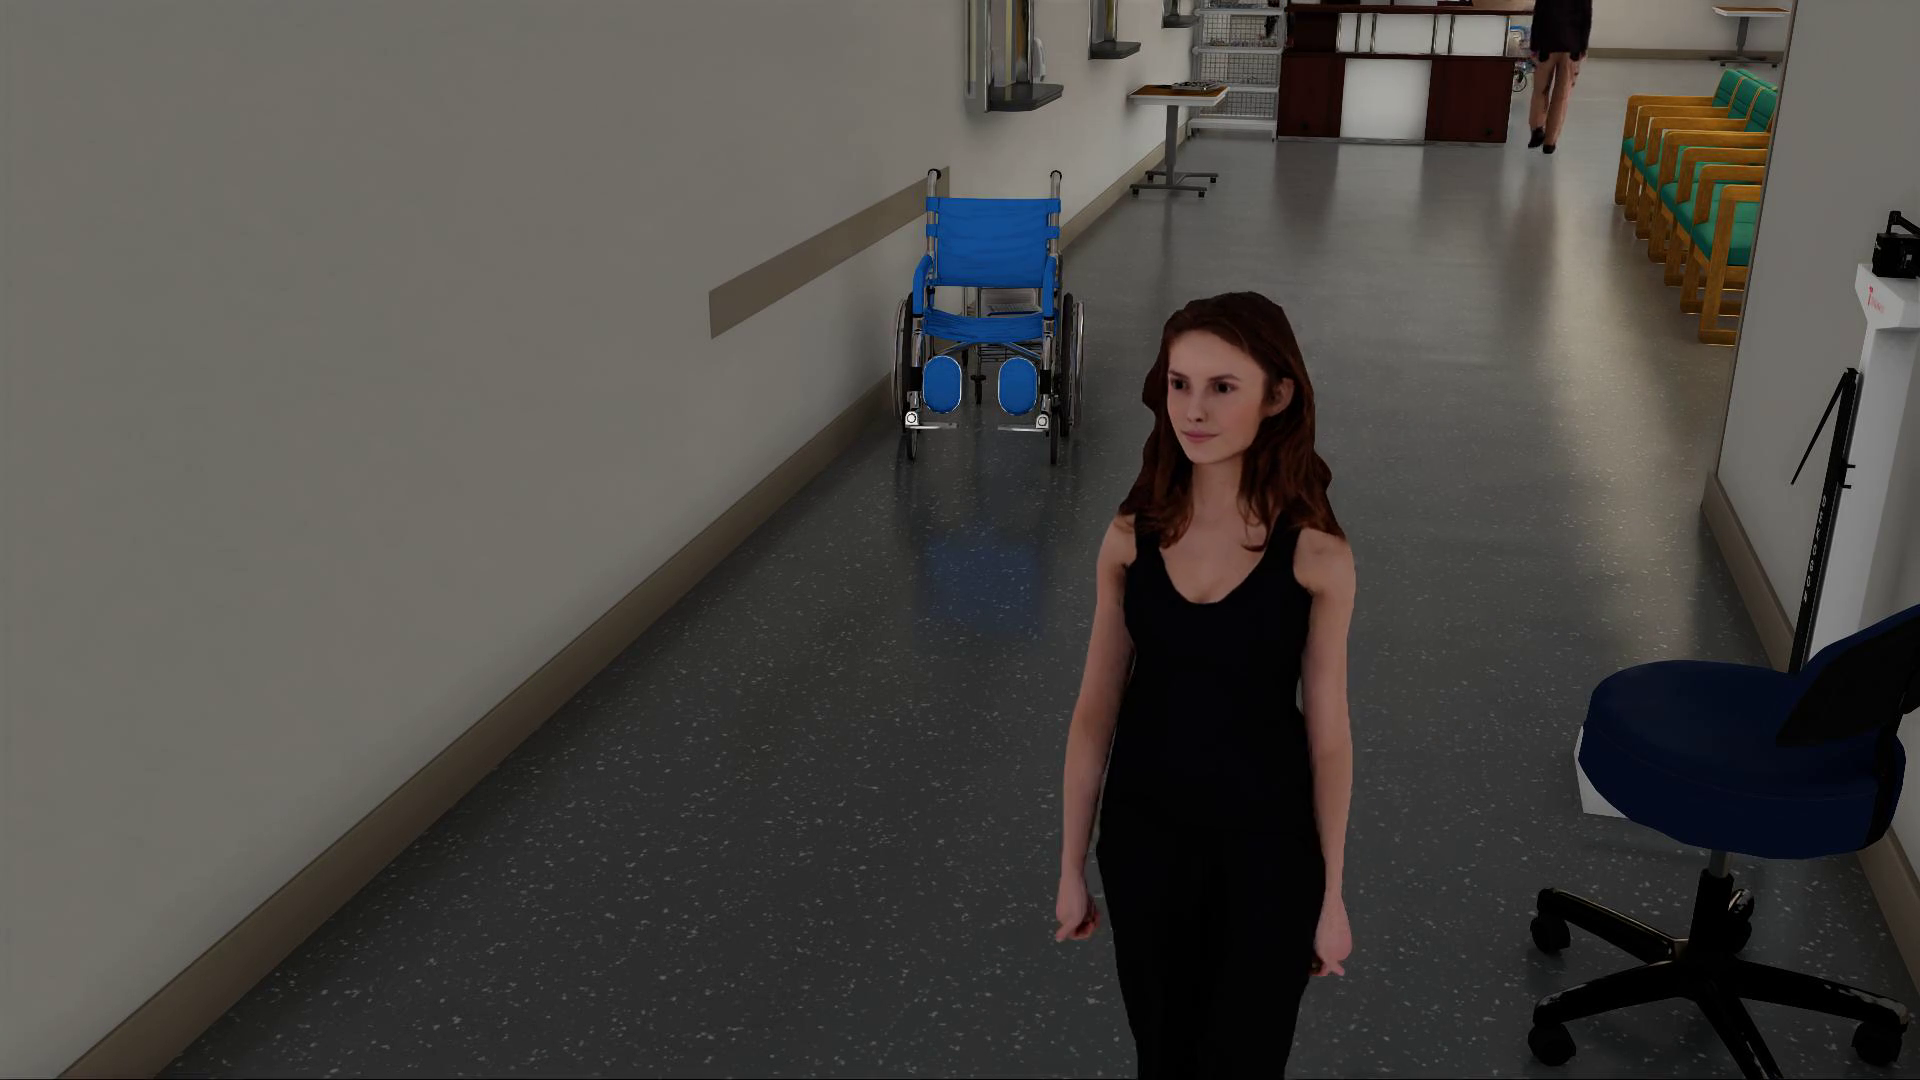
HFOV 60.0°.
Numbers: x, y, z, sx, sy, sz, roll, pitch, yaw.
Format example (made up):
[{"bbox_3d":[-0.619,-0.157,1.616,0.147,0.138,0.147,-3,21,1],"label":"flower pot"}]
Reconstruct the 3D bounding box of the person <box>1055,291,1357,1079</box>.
[{"bbox_3d":[0.436,0.446,2.664,0.694,1.737,0.745,10,23,24],"label":"person"}]

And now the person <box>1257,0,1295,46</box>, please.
[{"bbox_3d":[5.553,-9.351,28.562,1.173,1.715,1.190,-10,23,-24],"label":"person"}]

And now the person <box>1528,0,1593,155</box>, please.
[{"bbox_3d":[5.724,-4.660,15.897,0.625,1.912,0.778,7,22,18],"label":"person"}]
